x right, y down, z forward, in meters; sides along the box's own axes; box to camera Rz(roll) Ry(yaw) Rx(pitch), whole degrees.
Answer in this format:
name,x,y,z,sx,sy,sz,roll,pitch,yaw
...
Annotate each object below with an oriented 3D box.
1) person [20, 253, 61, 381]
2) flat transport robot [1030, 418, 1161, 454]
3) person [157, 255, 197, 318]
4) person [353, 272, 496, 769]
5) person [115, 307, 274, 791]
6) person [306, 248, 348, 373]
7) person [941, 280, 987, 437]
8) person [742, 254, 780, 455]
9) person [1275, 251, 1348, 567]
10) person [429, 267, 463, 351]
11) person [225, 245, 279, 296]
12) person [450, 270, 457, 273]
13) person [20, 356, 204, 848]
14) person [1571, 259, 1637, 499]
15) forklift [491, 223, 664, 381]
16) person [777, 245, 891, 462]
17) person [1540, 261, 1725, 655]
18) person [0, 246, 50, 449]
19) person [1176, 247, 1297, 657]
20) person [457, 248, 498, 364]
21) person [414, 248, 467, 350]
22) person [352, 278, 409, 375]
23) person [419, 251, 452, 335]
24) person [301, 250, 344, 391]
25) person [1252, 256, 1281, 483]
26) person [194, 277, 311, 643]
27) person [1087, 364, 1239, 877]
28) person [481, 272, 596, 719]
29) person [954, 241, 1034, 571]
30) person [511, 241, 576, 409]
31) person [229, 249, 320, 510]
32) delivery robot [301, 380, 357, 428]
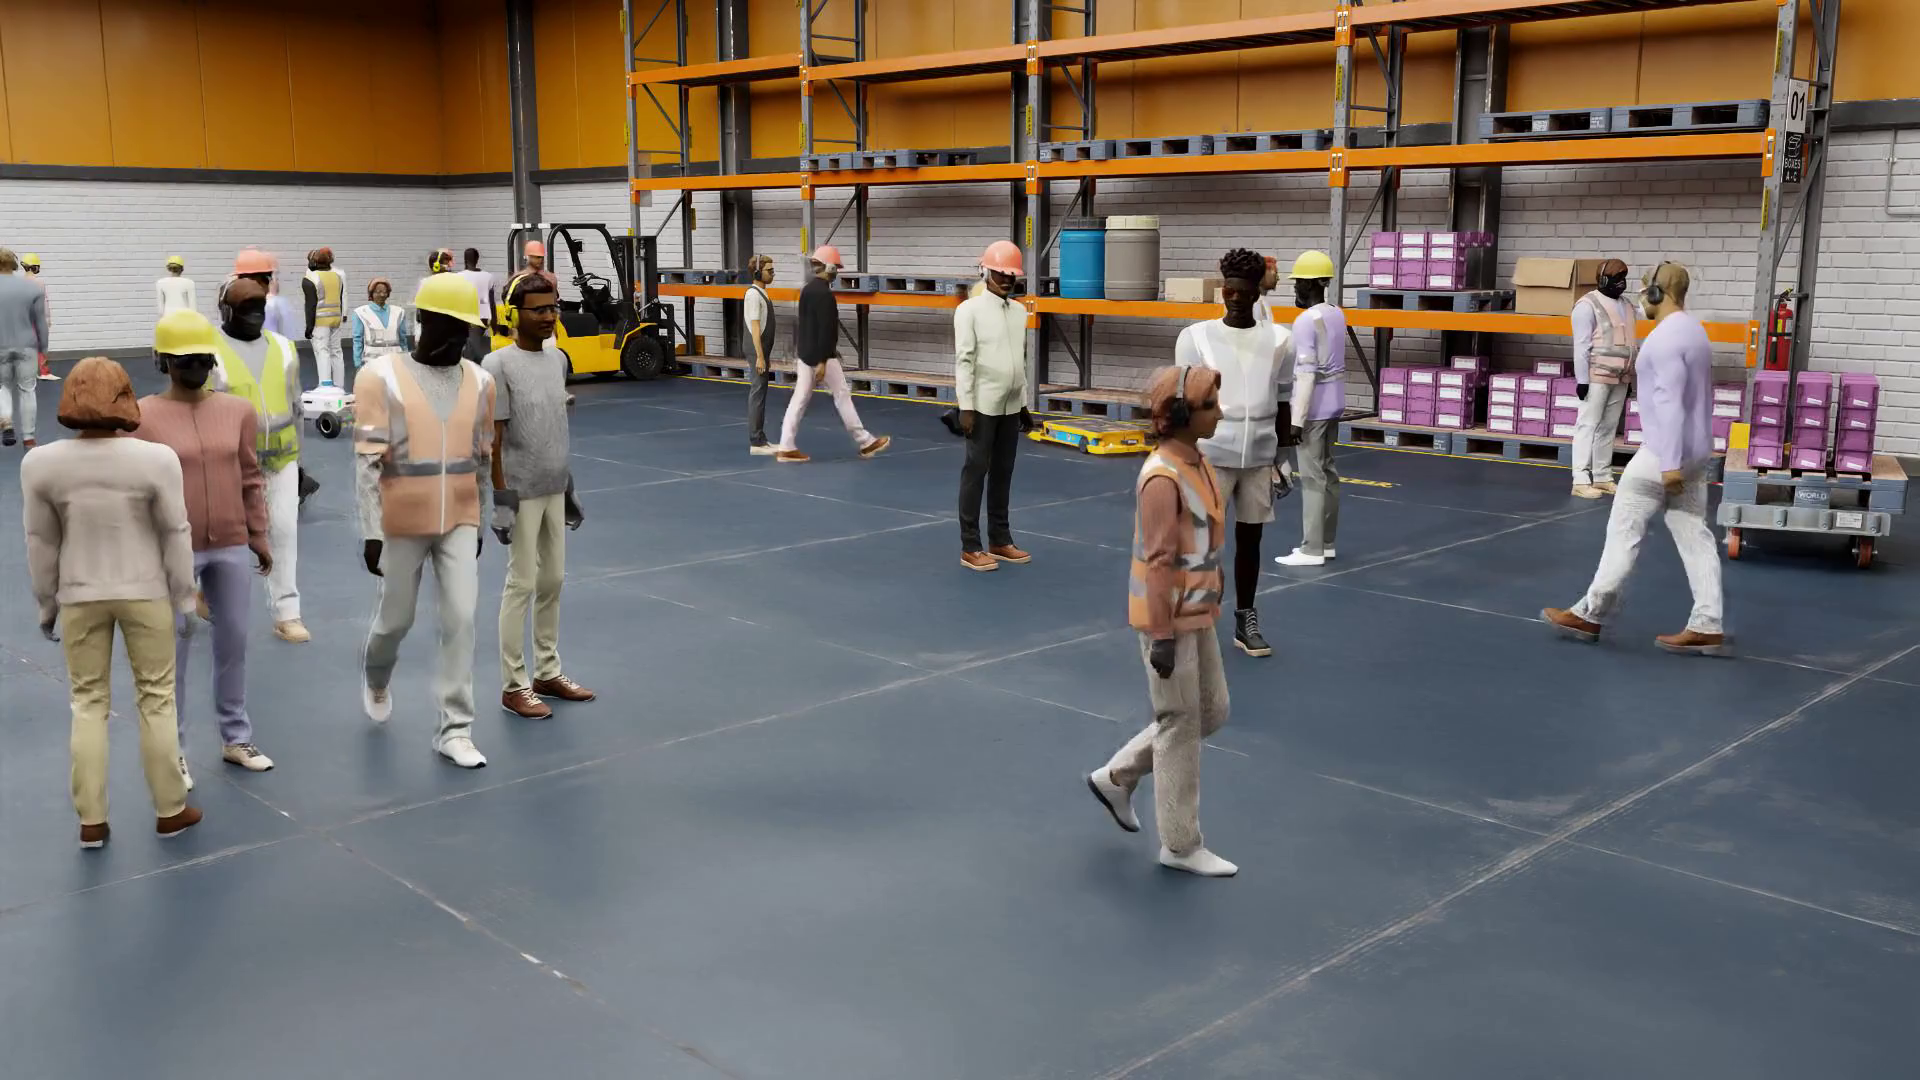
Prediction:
name,x,y,z,sx,sy,sz,roll,pitch,yaw
person,-12.909,-3.105,23.228,0.525,1.769,0.316,4,11,20
flat transport robot,1.290,-1.003,15.841,0.652,0.197,1.431,-5,11,-25
person,-10.881,-3.083,23.163,0.531,1.753,0.410,-1,10,-8
person,-2.106,-0.102,6.524,0.616,1.887,0.850,-8,13,-37
person,-2.794,0.032,6.126,0.330,1.765,0.533,9,14,40
person,-9.447,-3.433,24.847,0.576,1.838,0.970,-2,11,-10
person,0.191,-1.904,16.329,0.732,1.901,0.571,-7,12,-33
person,-1.836,-1.709,15.401,0.346,1.846,0.506,-1,10,-3
person,2.154,-0.796,10.193,0.383,1.928,0.588,7,12,34
person,-8.746,-3.997,28.269,0.493,1.703,0.877,1,10,5
person,-7.811,-2.313,18.521,0.400,1.910,0.643,7,13,35
person,-9.105,-4.220,29.492,0.315,1.696,0.541,8,13,35
person,-2.800,0.208,5.530,0.503,1.635,0.277,-2,11,-11
person,5.000,-1.248,12.892,0.633,1.843,0.429,-7,12,-33
forklift,-5.316,-3.263,22.920,2.313,2.155,1.214,-10,14,-44
person,-1.187,-1.664,14.921,1.063,1.919,0.612,-7,12,-32
person,3.383,-0.411,8.182,0.961,1.884,0.646,8,13,38
person,-8.937,-1.799,15.692,0.628,1.925,0.465,-5,11,-25
person,1.313,-0.406,7.966,0.608,1.963,0.369,-2,11,-9
person,-6.236,-2.854,21.610,0.896,1.870,0.609,6,12,31
person,-5.922,-2.365,18.890,0.578,1.892,0.920,-7,13,-34
person,-5.320,-1.590,15.315,0.523,1.636,0.310,-9,14,-41
person,-5.634,-2.177,17.960,0.419,1.837,0.583,0,10,2
person,-7.899,-2.661,20.599,0.430,1.845,0.624,4,11,19
person,2.339,-1.382,13.581,0.685,1.861,0.582,4,11,22
person,-3.621,-0.408,8.379,0.778,1.824,0.633,10,14,43
person,0.664,0.255,5.260,0.439,1.627,0.532,4,11,19
person,-1.788,-0.192,7.058,0.313,1.869,0.538,5,11,24
person,0.222,-0.816,10.145,0.391,1.986,0.608,9,14,42
person,-4.849,-2.462,19.203,0.655,1.944,1.015,-9,14,-40
person,-5.006,-1.132,12.056,0.443,1.925,0.559,-2,11,-11
delivery robot,-6.408,-1.378,16.857,0.707,0.478,0.477,5,12,27
